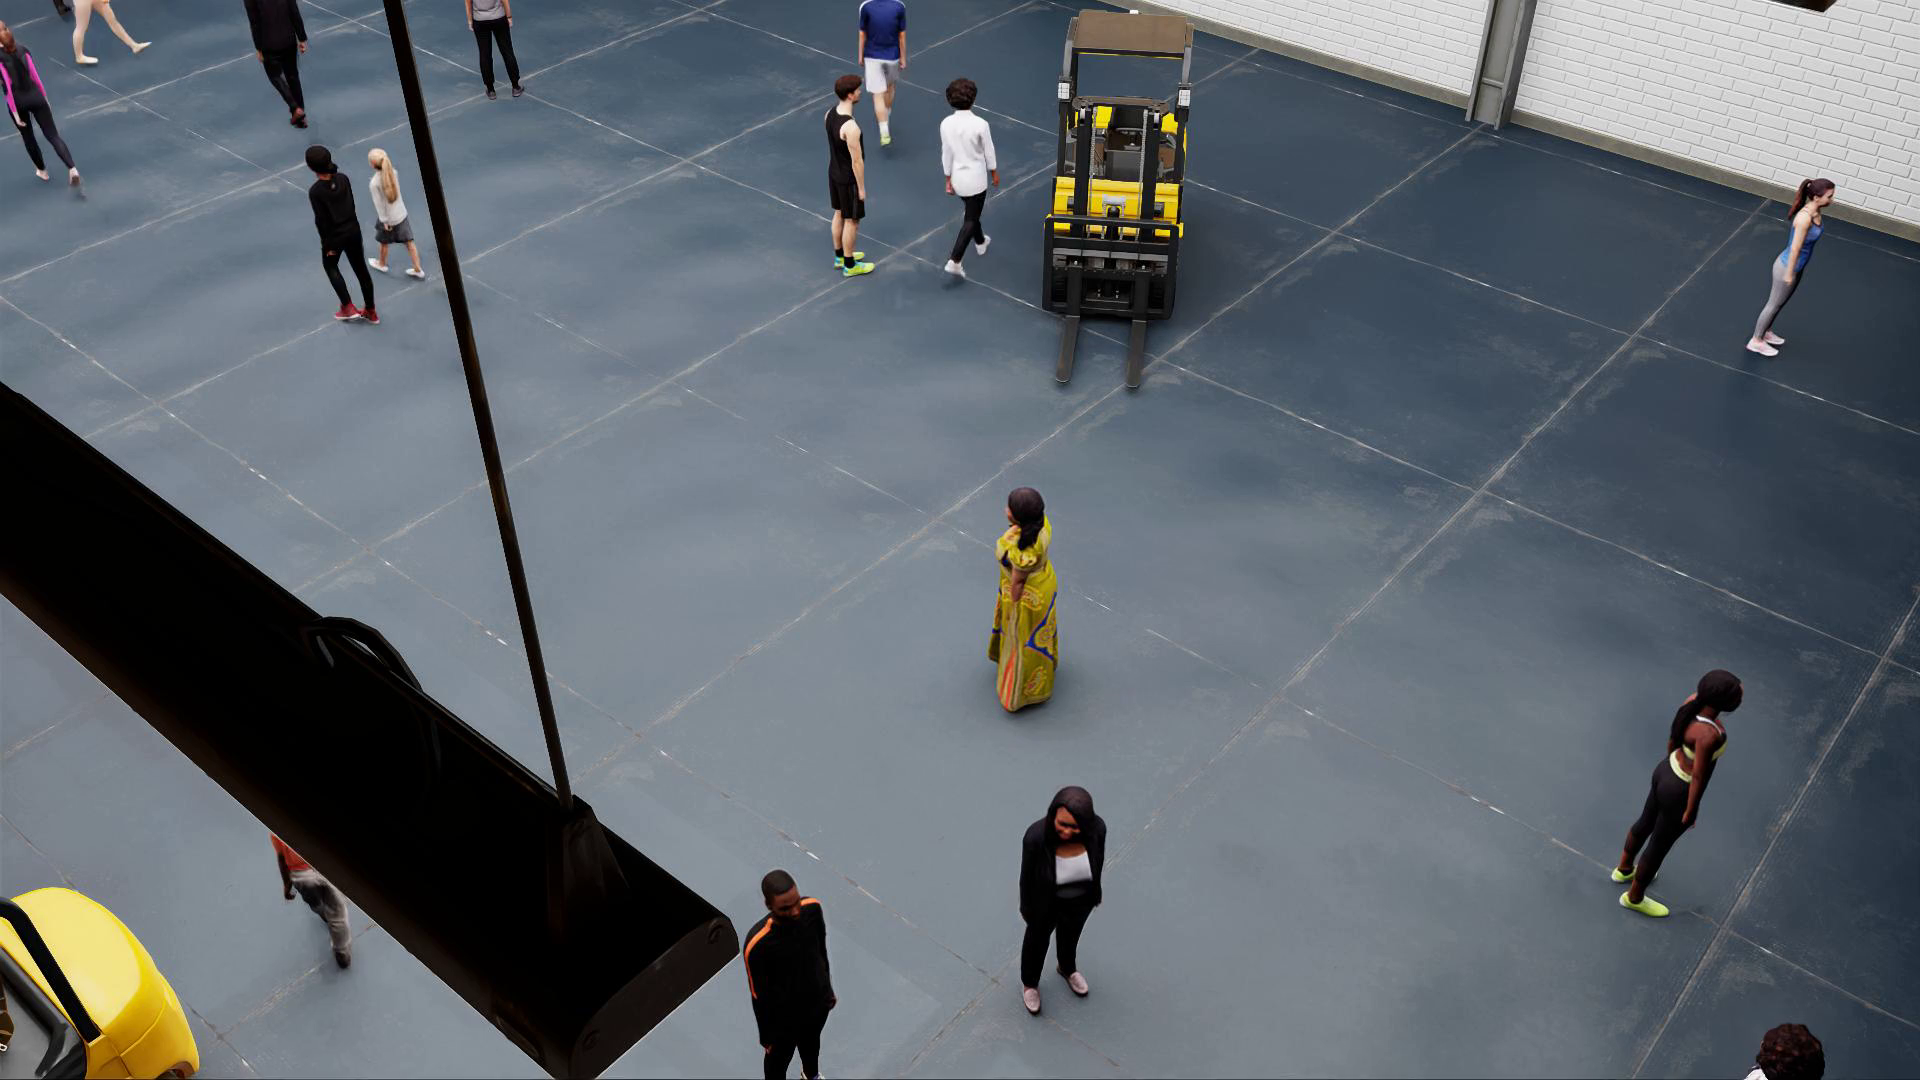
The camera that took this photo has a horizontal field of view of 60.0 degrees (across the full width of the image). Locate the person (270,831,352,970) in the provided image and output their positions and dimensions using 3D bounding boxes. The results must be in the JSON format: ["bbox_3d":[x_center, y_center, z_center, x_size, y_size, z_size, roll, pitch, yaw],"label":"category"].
[{"bbox_3d":[-3.509,1.861,9.081,0.741,1.290,0.882,-13,40,-16],"label":"person"}]

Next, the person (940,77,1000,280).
[{"bbox_3d":[0.047,-3.237,15.084,1.153,1.764,0.873,21,43,24],"label":"person"}]

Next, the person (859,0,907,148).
[{"bbox_3d":[-0.794,-4.954,17.203,1.097,1.802,1.231,-8,39,-10],"label":"person"}]

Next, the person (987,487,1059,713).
[{"bbox_3d":[0.432,0.339,10.695,0.955,1.654,0.983,9,39,11],"label":"person"}]

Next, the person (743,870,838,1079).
[{"bbox_3d":[-0.825,2.254,8.174,0.540,1.808,0.627,31,48,33],"label":"person"}]

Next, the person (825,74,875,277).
[{"bbox_3d":[-1.033,-3.300,15.062,0.787,1.890,0.628,-21,43,-24],"label":"person"}]

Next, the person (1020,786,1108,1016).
[{"bbox_3d":[0.529,1.865,8.817,0.749,1.611,0.778,-13,40,-16],"label":"person"}]

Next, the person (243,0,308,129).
[{"bbox_3d":[-7.126,-5.200,17.456,0.776,1.871,0.775,-28,46,-30],"label":"person"}]

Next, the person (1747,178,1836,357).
[{"bbox_3d":[7.023,-2.315,14.054,0.517,1.608,0.540,27,46,30],"label":"person"}]

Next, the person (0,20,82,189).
[{"bbox_3d":[-9.143,-4.267,16.404,1.088,1.726,0.575,28,47,31],"label":"person"}]

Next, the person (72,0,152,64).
[{"bbox_3d":[-10.017,-6.148,18.863,1.006,1.597,1.049,-10,40,-12],"label":"person"}]

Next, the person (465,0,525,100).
[{"bbox_3d":[-5.152,-5.713,18.192,0.699,1.754,0.730,-8,39,-9],"label":"person"}]

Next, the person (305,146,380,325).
[{"bbox_3d":[-5.284,-2.607,14.376,0.604,1.662,0.606,27,46,29],"label":"person"}]

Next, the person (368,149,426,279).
[{"bbox_3d":[-5.120,-2.946,15.130,0.813,1.251,0.560,23,44,26],"label":"person"}]

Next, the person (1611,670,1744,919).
[{"bbox_3d":[3.996,1.389,9.300,0.672,1.754,0.644,3,39,4],"label":"person"}]
